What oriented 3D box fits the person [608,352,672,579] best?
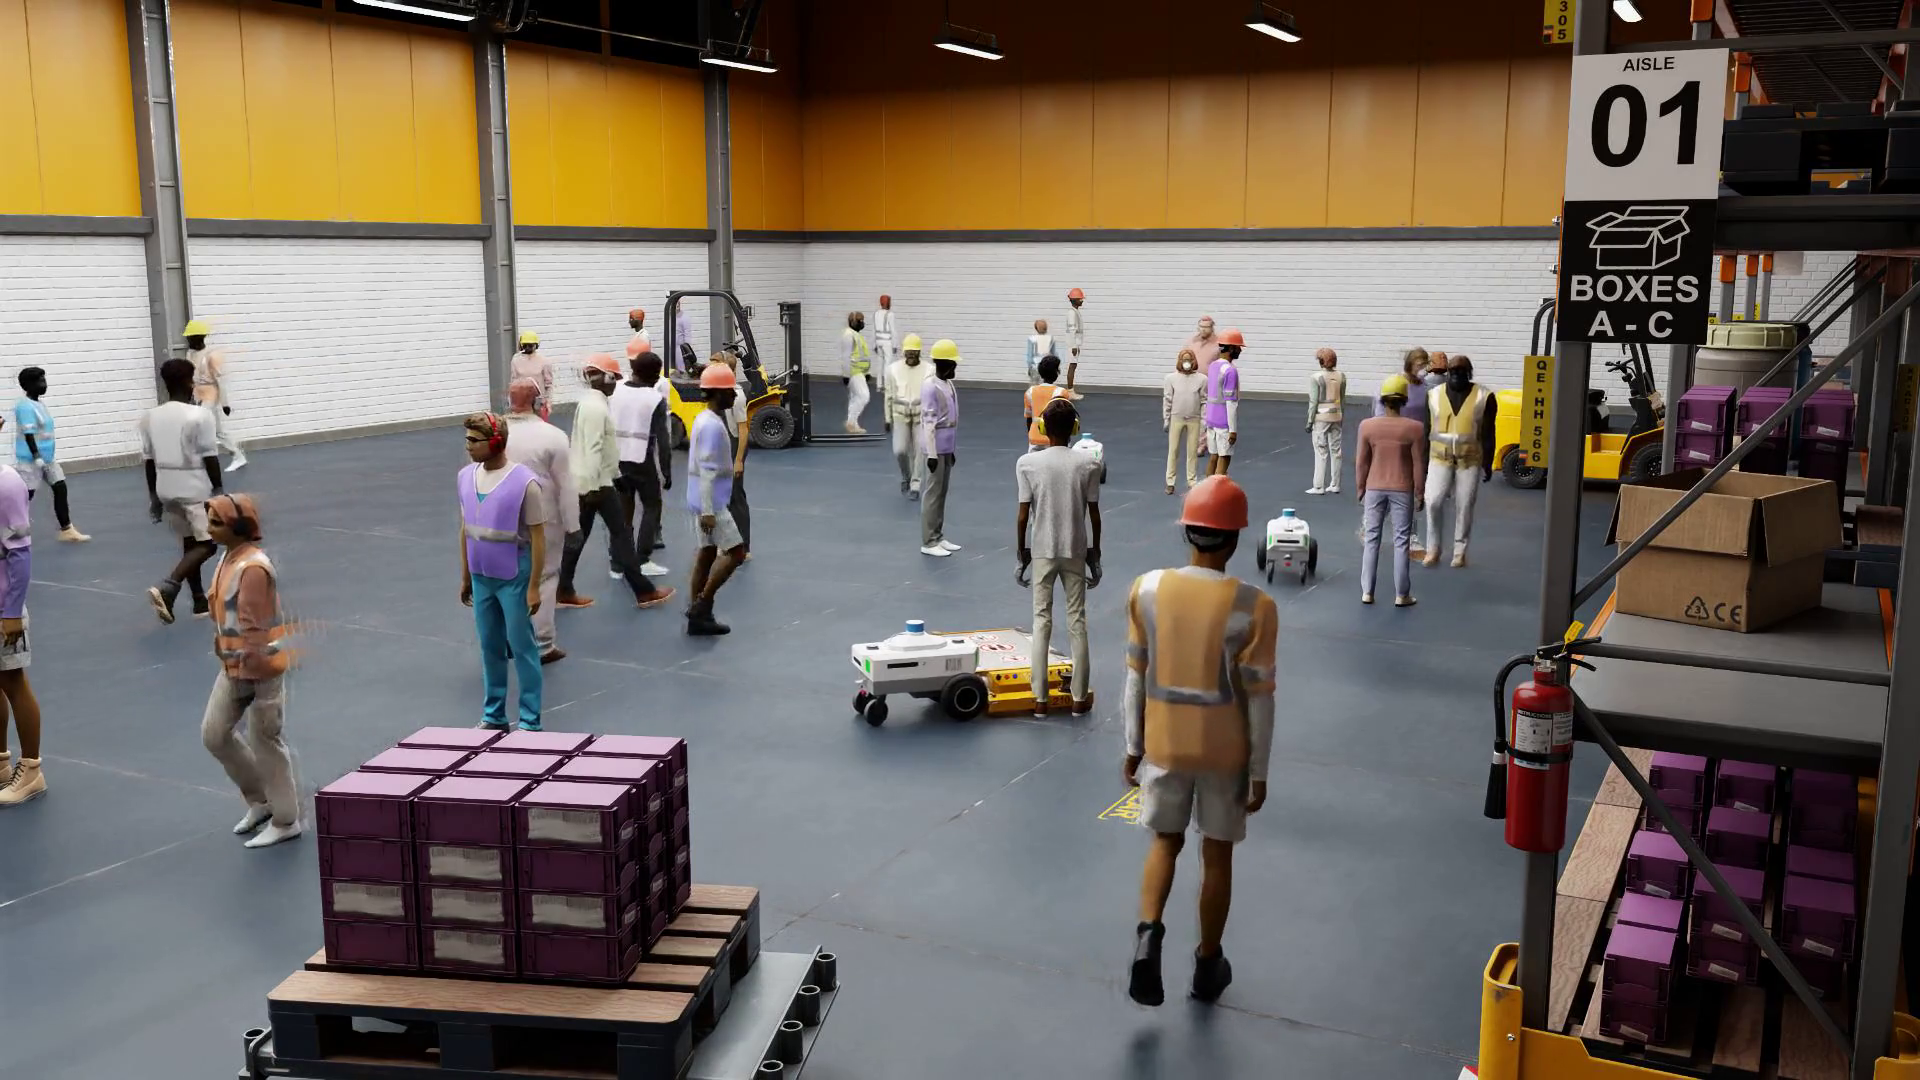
[{"bbox_3d":[-2.722,-0.613,13.777,0.645,1.874,0.462,3,10,19],"label":"person"}]

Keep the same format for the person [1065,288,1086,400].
[{"bbox_3d":[2.117,-3.588,30.498,0.371,2.044,0.608,1,10,6],"label":"person"}]

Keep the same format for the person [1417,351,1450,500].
[{"bbox_3d":[5.168,-1.234,18.050,0.502,1.632,0.277,-5,11,-26],"label":"person"}]

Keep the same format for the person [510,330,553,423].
[{"bbox_3d":[-5.157,-1.643,20.031,0.525,1.772,0.304,0,10,2],"label":"person"}]

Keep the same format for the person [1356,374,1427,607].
[{"bbox_3d":[3.281,-0.373,12.672,0.533,1.772,0.297,5,11,27],"label":"person"}]

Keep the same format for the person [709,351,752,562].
[{"bbox_3d":[-2.010,-0.716,14.440,0.327,1.843,0.516,-6,11,-30],"label":"person"}]

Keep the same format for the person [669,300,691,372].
[{"bbox_3d":[-5.036,-3.341,29.462,0.643,1.908,0.399,9,13,43],"label":"person"}]

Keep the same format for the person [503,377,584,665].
[{"bbox_3d":[-2.782,-0.114,10.820,0.657,1.893,0.410,3,10,19],"label":"person"}]

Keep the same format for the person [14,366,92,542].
[{"bbox_3d":[-8.540,-0.768,15.256,0.813,1.665,0.531,-1,10,-8],"label":"person"}]

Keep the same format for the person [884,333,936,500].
[{"bbox_3d":[-0.519,-1.339,18.109,0.619,1.818,0.420,1,10,3],"label":"person"}]

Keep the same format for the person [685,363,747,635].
[{"bbox_3d":[-1.722,-0.263,11.584,0.476,1.922,0.586,-2,10,-13],"label":"person"}]

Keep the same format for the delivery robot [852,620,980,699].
[{"bbox_3d":[-0.259,0.708,9.656,0.707,0.478,0.477,-3,10,-17],"label":"delivery robot"}]

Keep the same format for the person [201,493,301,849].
[{"bbox_3d":[-3.211,0.596,7.499,0.393,1.624,0.524,-9,13,-41],"label":"person"}]

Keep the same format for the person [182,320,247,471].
[{"bbox_3d":[-9.148,-1.727,20.221,0.595,1.889,0.974,8,13,40],"label":"person"}]

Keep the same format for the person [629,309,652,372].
[{"bbox_3d":[-4.586,-2.374,23.932,0.359,1.882,0.575,-4,10,-20],"label":"person"}]

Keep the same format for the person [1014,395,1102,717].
[{"bbox_3d":[0.569,0.099,9.638,0.515,1.876,0.328,0,10,-1],"label":"person"}]

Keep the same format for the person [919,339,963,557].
[{"bbox_3d":[-0.158,-0.825,14.836,0.385,1.925,0.591,3,10,17],"label":"person"}]

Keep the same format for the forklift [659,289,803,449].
[{"bbox_3d":[-3.358,-2.392,23.136,2.313,2.155,1.214,-1,10,-5],"label":"forklift"}]

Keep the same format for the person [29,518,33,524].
[{"bbox_3d":[-9.737,-1.025,16.204,0.989,1.866,0.654,-6,12,-32],"label":"person"}]

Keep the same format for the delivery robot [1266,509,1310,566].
[{"bbox_3d":[2.731,-0.016,13.849,0.477,0.478,0.707,2,10,10],"label":"delivery robot"}]

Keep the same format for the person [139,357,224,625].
[{"bbox_3d":[-5.633,-0.346,12.001,0.610,1.943,0.744,3,10,19],"label":"person"}]

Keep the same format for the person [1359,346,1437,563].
[{"bbox_3d":[3.897,-0.788,14.770,0.637,1.893,1.038,-5,11,-27],"label":"person"}]

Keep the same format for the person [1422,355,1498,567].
[{"bbox_3d":[4.223,-0.654,14.150,0.638,1.824,0.610,4,11,24],"label":"person"}]

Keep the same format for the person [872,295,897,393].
[{"bbox_3d":[-1.443,-3.772,32.018,0.337,1.882,0.585,-9,14,-43],"label":"person"}]

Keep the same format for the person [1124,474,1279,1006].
[{"bbox_3d":[0.820,0.734,5.824,0.567,1.925,0.598,5,11,25],"label":"person"}]

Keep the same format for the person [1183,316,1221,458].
[{"bbox_3d":[3.265,-2.070,22.230,0.640,1.867,0.952,6,11,30],"label":"person"}]

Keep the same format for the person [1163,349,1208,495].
[{"bbox_3d":[2.512,-1.313,18.505,0.501,1.633,0.283,0,10,2],"label":"person"}]

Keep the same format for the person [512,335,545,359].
[{"bbox_3d":[-5.733,-1.940,22.130,0.500,1.636,0.280,2,10,13],"label":"person"}]

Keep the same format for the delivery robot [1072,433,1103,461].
[{"bbox_3d":[1.491,-1.012,19.594,0.477,0.478,0.707,2,9,9],"label":"delivery robot"}]

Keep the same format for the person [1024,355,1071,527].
[{"bbox_3d":[0.867,-0.953,16.242,0.535,1.697,0.318,7,12,37],"label":"person"}]

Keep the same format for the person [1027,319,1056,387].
[{"bbox_3d":[1.358,-2.838,27.425,0.531,1.595,0.853,-3,10,-18],"label":"person"}]

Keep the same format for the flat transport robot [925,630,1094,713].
[{"bbox_3d":[0.263,0.778,10.345,0.652,0.197,1.431,-3,10,-17],"label":"flat transport robot"}]

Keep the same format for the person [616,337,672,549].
[{"bbox_3d":[-2.884,-0.869,15.071,0.552,1.932,0.377,-2,10,-9],"label":"person"}]

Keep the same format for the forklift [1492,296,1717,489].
[{"bbox_3d":[7.296,-1.677,18.993,2.313,2.155,1.214,5,11,27],"label":"forklift"}]

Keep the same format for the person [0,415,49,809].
[{"bbox_3d":[-4.746,0.282,8.080,0.607,2.048,0.369,6,11,29],"label":"person"}]

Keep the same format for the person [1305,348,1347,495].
[{"bbox_3d":[4.071,-1.315,18.502,0.514,1.640,0.310,-6,11,-29],"label":"person"}]

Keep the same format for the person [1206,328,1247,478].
[{"bbox_3d":[2.725,-1.204,17.043,0.390,1.930,0.539,-3,10,-15],"label":"person"}]

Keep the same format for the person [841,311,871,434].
[{"bbox_3d":[-1.524,-2.478,24.691,0.453,1.826,0.629,1,10,7],"label":"person"}]

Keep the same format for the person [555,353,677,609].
[{"bbox_3d":[-2.654,-0.435,12.560,0.984,1.927,0.628,-4,11,-21],"label":"person"}]

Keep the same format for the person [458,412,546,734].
[{"bbox_3d":[-2.480,0.217,9.050,0.566,1.839,0.379,6,11,30],"label":"person"}]
